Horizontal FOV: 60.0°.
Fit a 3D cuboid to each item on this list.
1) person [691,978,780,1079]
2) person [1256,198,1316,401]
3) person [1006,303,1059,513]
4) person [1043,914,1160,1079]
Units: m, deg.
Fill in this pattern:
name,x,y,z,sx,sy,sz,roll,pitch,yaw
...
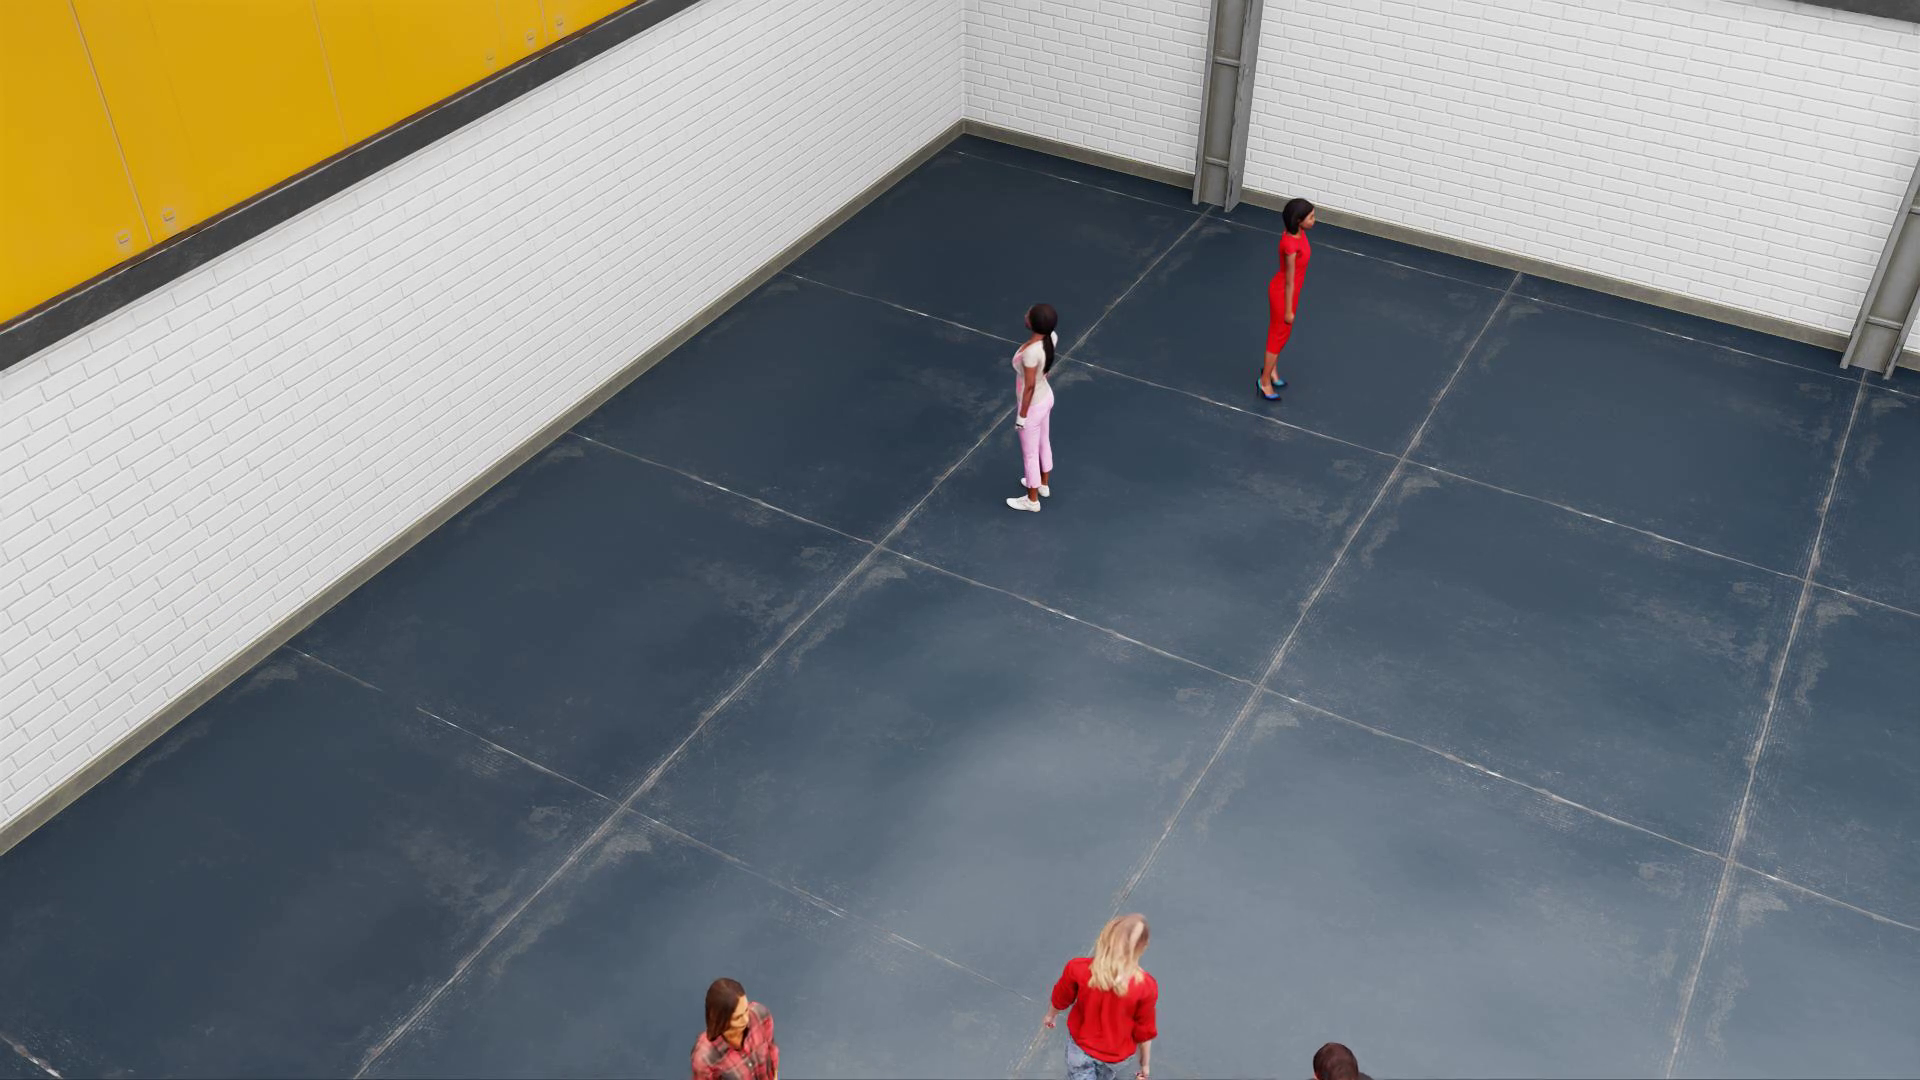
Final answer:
name,x,y,z,sx,sy,sz,roll,pitch,yaw
person,-1.085,2.570,7.763,0.999,1.683,0.719,29,47,31
person,2.606,-1.941,13.365,0.572,1.741,0.611,11,40,14
person,0.552,-0.983,12.170,0.539,1.737,0.585,16,41,19
person,0.661,2.488,7.895,1.063,1.647,0.989,4,39,5
